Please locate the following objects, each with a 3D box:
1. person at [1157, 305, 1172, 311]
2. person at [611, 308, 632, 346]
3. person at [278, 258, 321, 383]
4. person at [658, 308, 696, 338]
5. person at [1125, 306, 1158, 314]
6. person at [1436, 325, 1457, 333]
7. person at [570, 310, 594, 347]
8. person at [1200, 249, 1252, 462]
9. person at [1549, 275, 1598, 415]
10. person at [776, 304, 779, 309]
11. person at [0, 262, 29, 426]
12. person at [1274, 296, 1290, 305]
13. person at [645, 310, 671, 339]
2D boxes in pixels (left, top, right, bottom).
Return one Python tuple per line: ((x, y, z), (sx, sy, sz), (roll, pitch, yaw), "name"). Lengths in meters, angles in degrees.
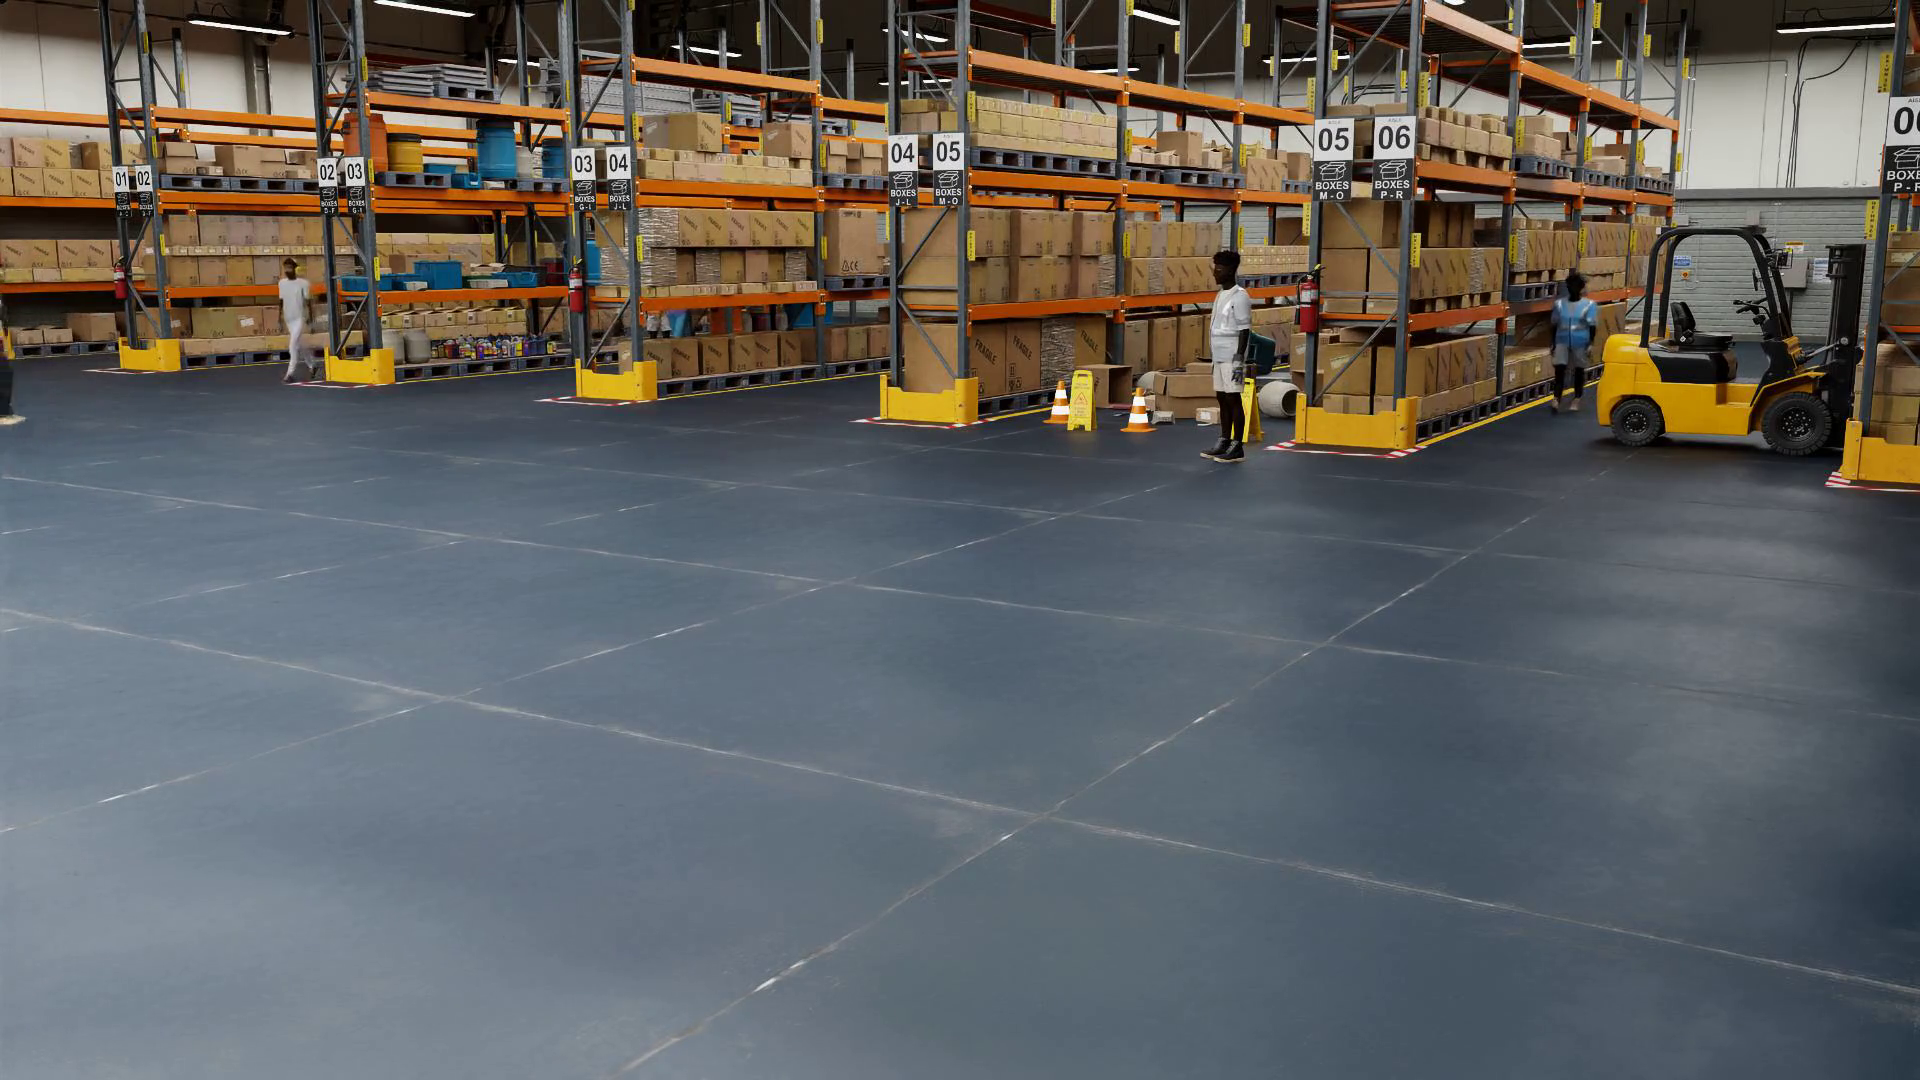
((3.789, -4.506, 31.366), (0.935, 1.890, 0.596), (-5, 11, -27), "person")
((-6.644, -4.801, 32.721), (0.640, 1.987, 1.029), (4, 11, 22), "person")
((-9.776, -3.252, 24.532), (0.526, 1.829, 0.940), (2, 10, 13), "person")
((-4.385, -3.483, 25.884), (0.585, 1.801, 0.971), (5, 11, 24), "person")
((3.010, -3.943, 27.772), (0.682, 2.000, 1.022), (5, 11, 26), "person")
((8.585, -4.166, 29.378), (0.646, 1.912, 0.794), (6, 12, 32), "person")
((-7.040, -4.439, 30.972), (0.586, 1.895, 0.737), (5, 11, 24), "person")
((2.483, -1.705, 15.447), (0.361, 1.963, 0.612), (-2, 10, -13), "person")
((7.251, -2.311, 19.713), (0.551, 1.644, 0.861), (6, 12, 31), "person")
((-4.088, -5.767, 38.336), (0.545, 1.925, 0.411), (3, 11, 19), "person")
((-10.636, -2.183, 18.508), (0.520, 1.833, 0.556), (-6, 12, -29), "person")
((6.550, -5.005, 34.317), (0.989, 1.829, 0.611), (-1, 10, -7), "person")
((-4.997, -3.746, 27.626), (0.535, 1.699, 0.321), (2, 10, 10), "person")
